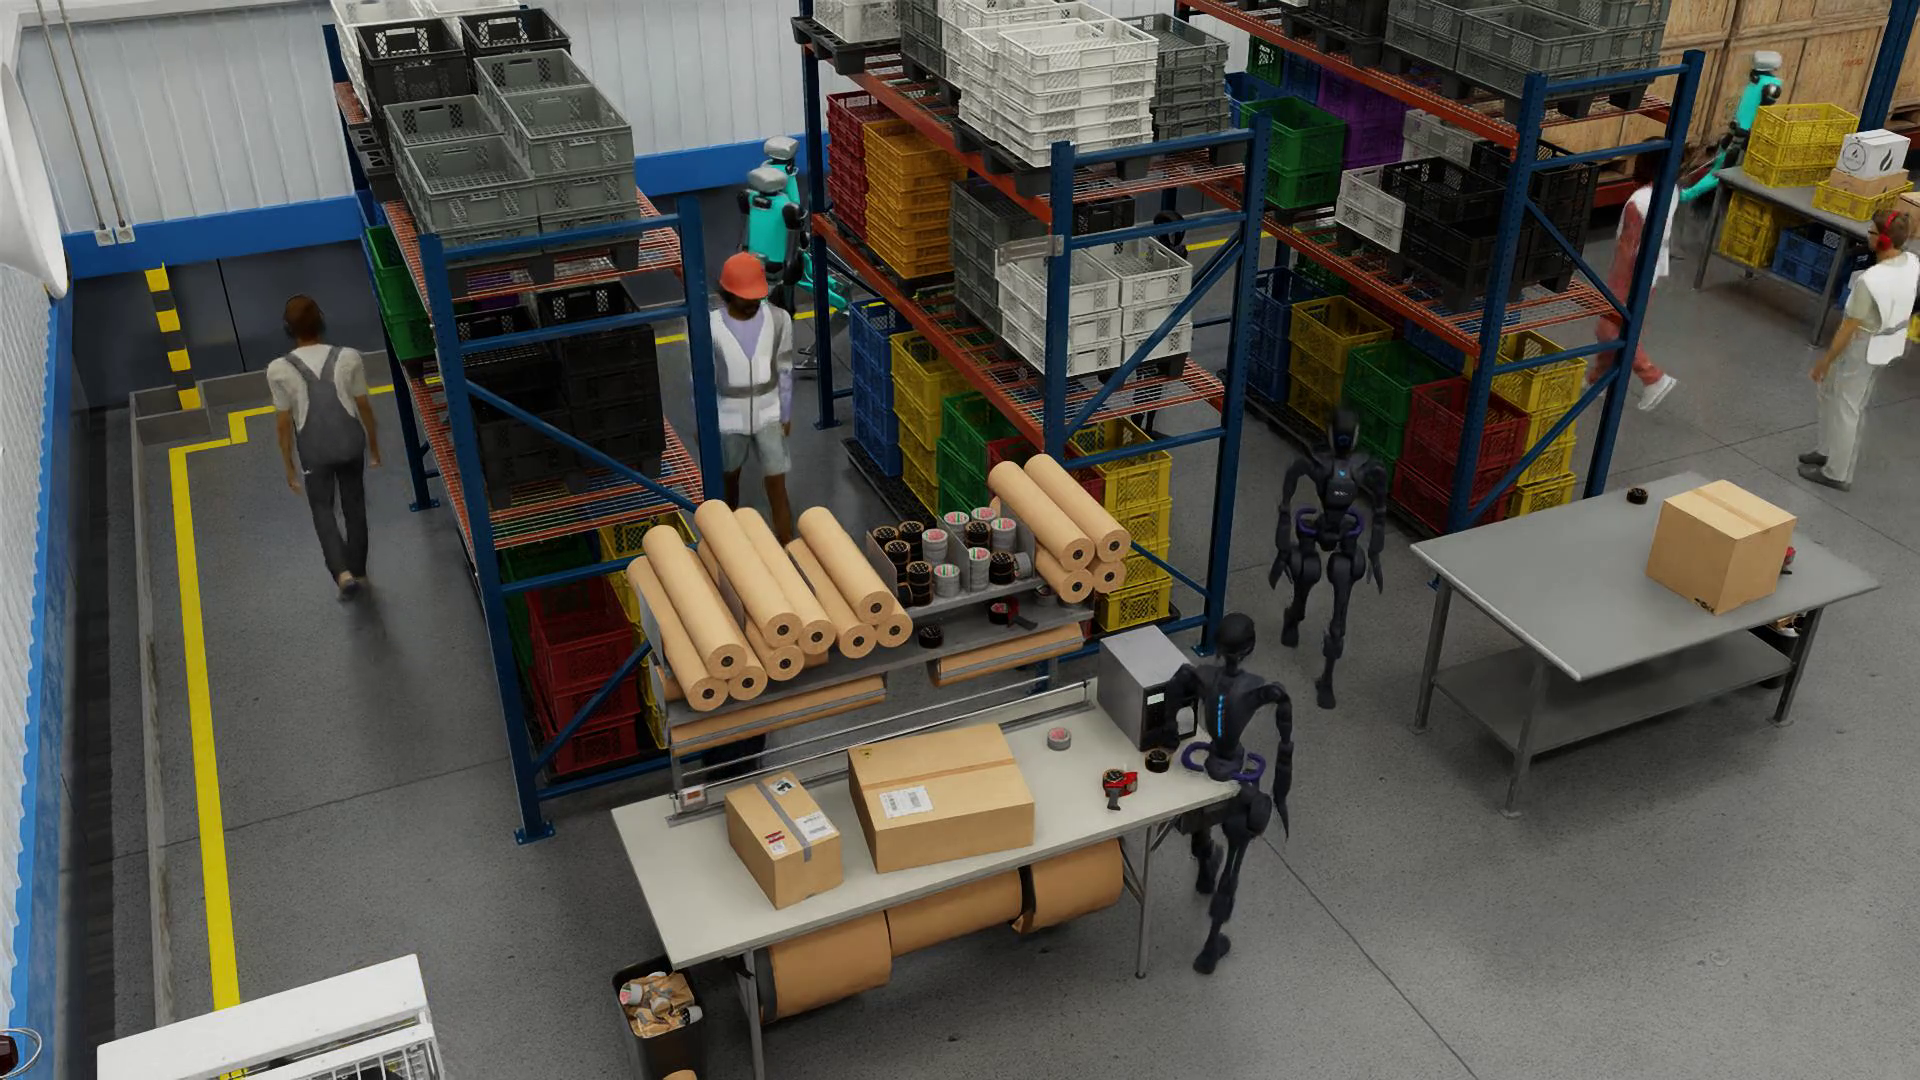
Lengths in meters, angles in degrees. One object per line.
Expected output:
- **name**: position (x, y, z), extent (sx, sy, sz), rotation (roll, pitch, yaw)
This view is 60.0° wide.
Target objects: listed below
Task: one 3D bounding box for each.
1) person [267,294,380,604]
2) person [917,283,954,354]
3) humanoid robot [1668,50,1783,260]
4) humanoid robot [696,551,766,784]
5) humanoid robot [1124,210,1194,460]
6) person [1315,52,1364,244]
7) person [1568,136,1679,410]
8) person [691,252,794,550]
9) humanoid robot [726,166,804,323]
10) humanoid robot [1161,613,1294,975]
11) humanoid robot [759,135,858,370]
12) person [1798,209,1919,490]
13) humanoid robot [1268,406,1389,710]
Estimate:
- **person**: position (-3.484, -0.463, 9.252), extent (0.530, 1.816, 0.554), rotation (-16, 35, -24)
- **person**: position (-0.092, -2.229, 12.123), extent (0.519, 1.815, 1.008), rotation (26, 40, 35)
- **humanoid robot**: position (6.141, -3.128, 13.662), extent (0.832, 1.775, 0.531), rotation (5, 32, 7)
- **humanoid robot**: position (-0.998, 0.755, 7.415), extent (0.565, 1.644, 0.609), rotation (-23, 39, -33)
- **humanoid robot**: position (1.298, -1.348, 10.803), extent (0.315, 1.657, 0.599), rotation (19, 36, 28)
- **person**: position (3.114, -3.229, 13.714), extent (0.632, 1.841, 0.429), rotation (-18, 36, -27)
- **person**: position (4.629, -1.793, 11.322), extent (0.665, 1.901, 0.593), rotation (25, 39, 34)
- **person**: position (-1.177, -0.659, 9.403), extent (0.610, 1.990, 1.039), rotation (-11, 33, -18)
- **humanoid robot**: position (-1.408, -1.516, 11.094), extent (0.534, 1.833, 0.777), rotation (23, 38, 32)
- **humanoid robot**: position (1.129, 0.999, 7.024), extent (0.597, 1.627, 0.714), rotation (13, 34, 20)
- **humanoid robot**: position (-0.998, -1.999, 11.688), extent (0.735, 1.677, 0.533), rotation (4, 32, 6)
- **person**: position (5.574, -1.188, 10.407), extent (0.603, 1.826, 0.563), rotation (-23, 38, -32)
- **humanoid robot**: position (1.909, 0.016, 8.628), extent (0.584, 1.634, 0.695), rotation (2, 32, 3)
